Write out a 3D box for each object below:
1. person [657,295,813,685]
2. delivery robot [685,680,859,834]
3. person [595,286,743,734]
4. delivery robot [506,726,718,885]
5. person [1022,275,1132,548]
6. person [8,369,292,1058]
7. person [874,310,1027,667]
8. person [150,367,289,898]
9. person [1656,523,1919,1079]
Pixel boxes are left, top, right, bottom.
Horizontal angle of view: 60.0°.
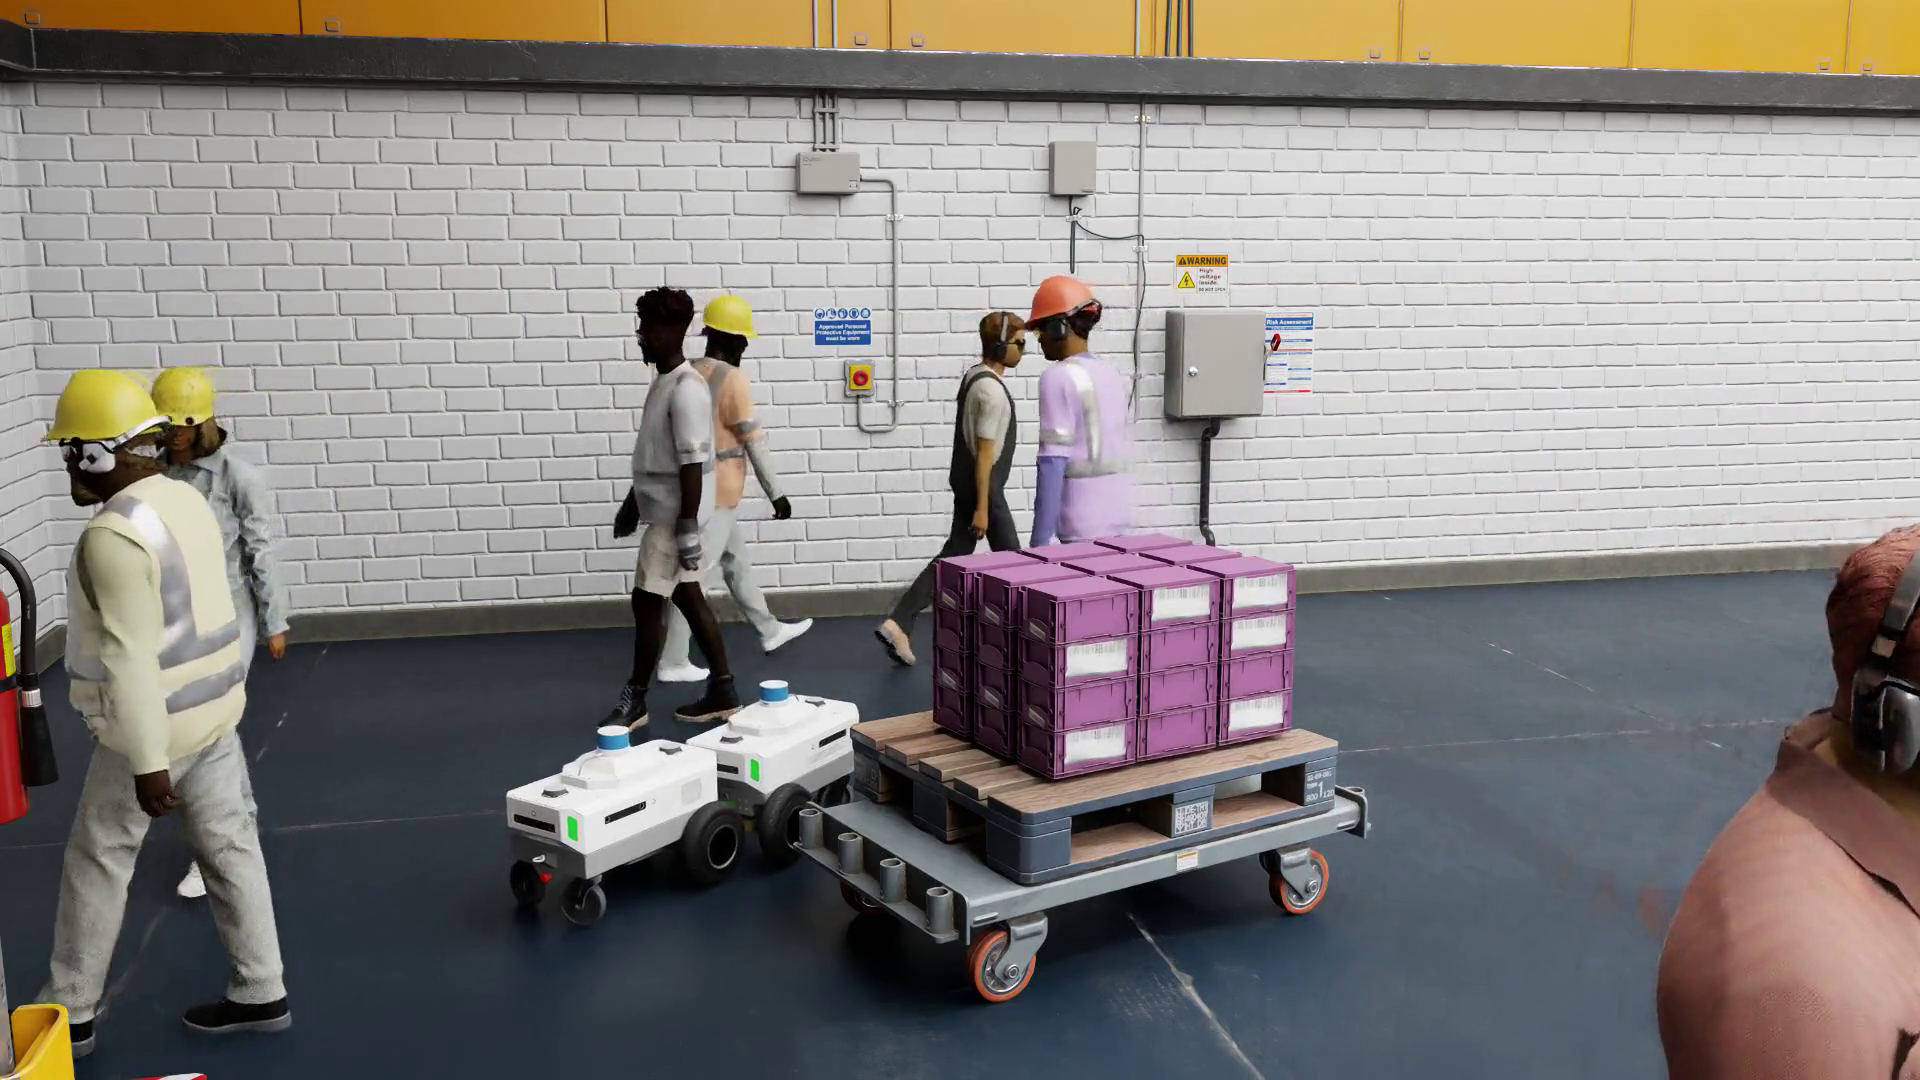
[{"bbox_3d":[-1.114,-0.253,8.143,0.983,1.860,0.581,-7,12,-34],"label":"person"},{"bbox_3d":[-0.661,0.746,5.957,0.477,0.478,0.707,5,11,28],"label":"delivery robot"},{"bbox_3d":[-1.266,-0.125,7.217,0.666,1.930,0.676,-2,10,-12],"label":"person"},{"bbox_3d":[-1.118,0.847,5.395,0.477,0.478,0.707,7,12,33],"label":"delivery robot"},{"bbox_3d":[0.607,-0.051,6.664,0.916,1.996,0.682,5,11,26],"label":"person"},{"bbox_3d":[-2.205,0.465,4.317,0.836,1.796,0.600,0,10,-2],"label":"person"},{"bbox_3d":[0.020,-0.235,8.223,0.904,1.803,0.570,-2,10,-10],"label":"person"},{"bbox_3d":[-2.504,0.297,5.432,0.511,1.719,0.576,4,11,20],"label":"person"},{"bbox_3d":[0.876,0.886,1.793,0.609,1.884,0.650,9,14,41],"label":"person"}]
